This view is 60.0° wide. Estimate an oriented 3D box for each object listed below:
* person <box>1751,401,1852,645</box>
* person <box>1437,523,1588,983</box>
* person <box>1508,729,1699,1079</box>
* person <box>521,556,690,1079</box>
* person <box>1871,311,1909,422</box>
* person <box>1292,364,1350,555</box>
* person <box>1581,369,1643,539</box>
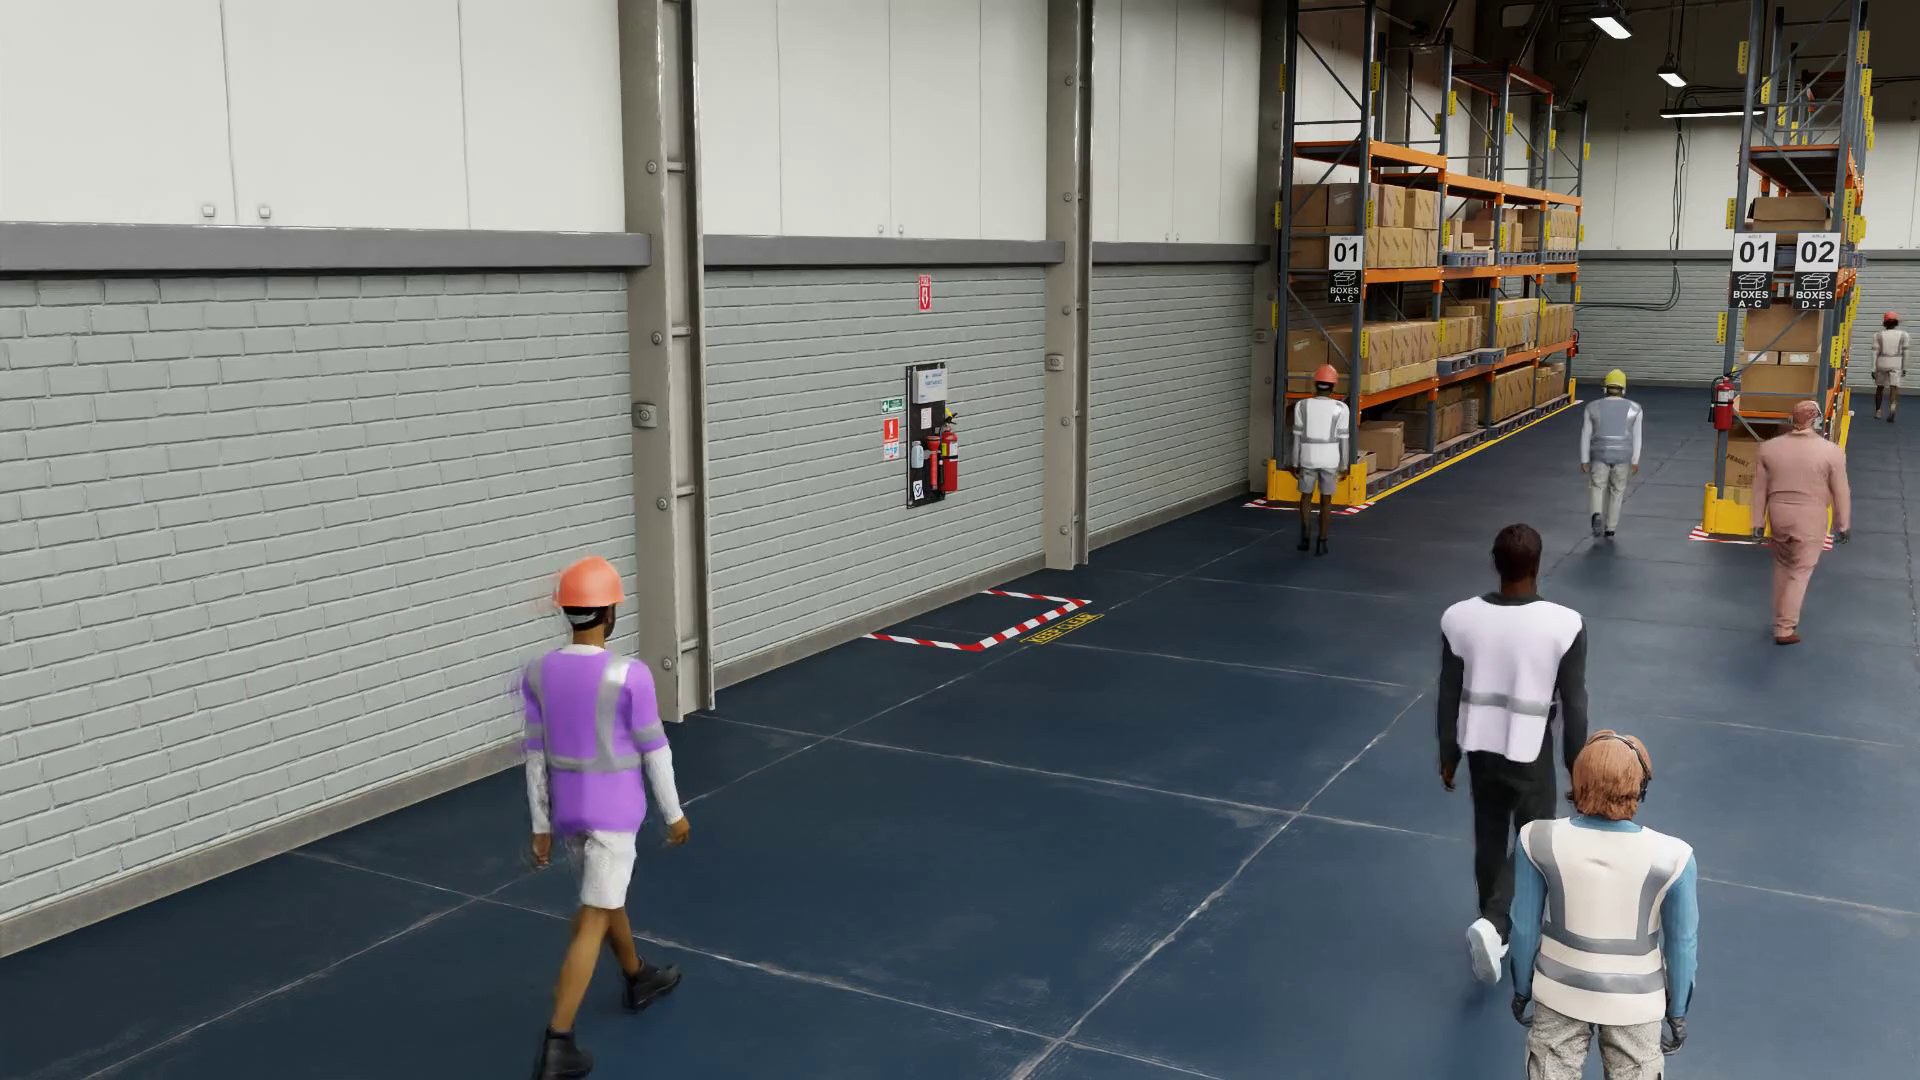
[{"bbox_3d":[6.587,-0.141,12.948,0.817,1.879,0.651,-7,12,-37],"label":"person"},{"bbox_3d":[2.267,0.878,6.904,0.602,1.903,0.719,7,12,37],"label":"person"},{"bbox_3d":[1.857,1.360,4.847,0.514,1.641,0.307,4,11,24],"label":"person"},{"bbox_3d":[-1.357,1.001,6.233,0.544,1.893,0.992,5,11,28],"label":"person"},{"bbox_3d":[16.891,-3.158,30.241,0.610,2.012,0.952,4,11,24],"label":"person"},{"bbox_3d":[3.602,-0.791,16.617,0.557,1.921,0.421,4,10,20],"label":"person"},{"bbox_3d":[6.834,-0.881,17.461,0.598,1.816,0.585,4,10,20],"label":"person"}]
